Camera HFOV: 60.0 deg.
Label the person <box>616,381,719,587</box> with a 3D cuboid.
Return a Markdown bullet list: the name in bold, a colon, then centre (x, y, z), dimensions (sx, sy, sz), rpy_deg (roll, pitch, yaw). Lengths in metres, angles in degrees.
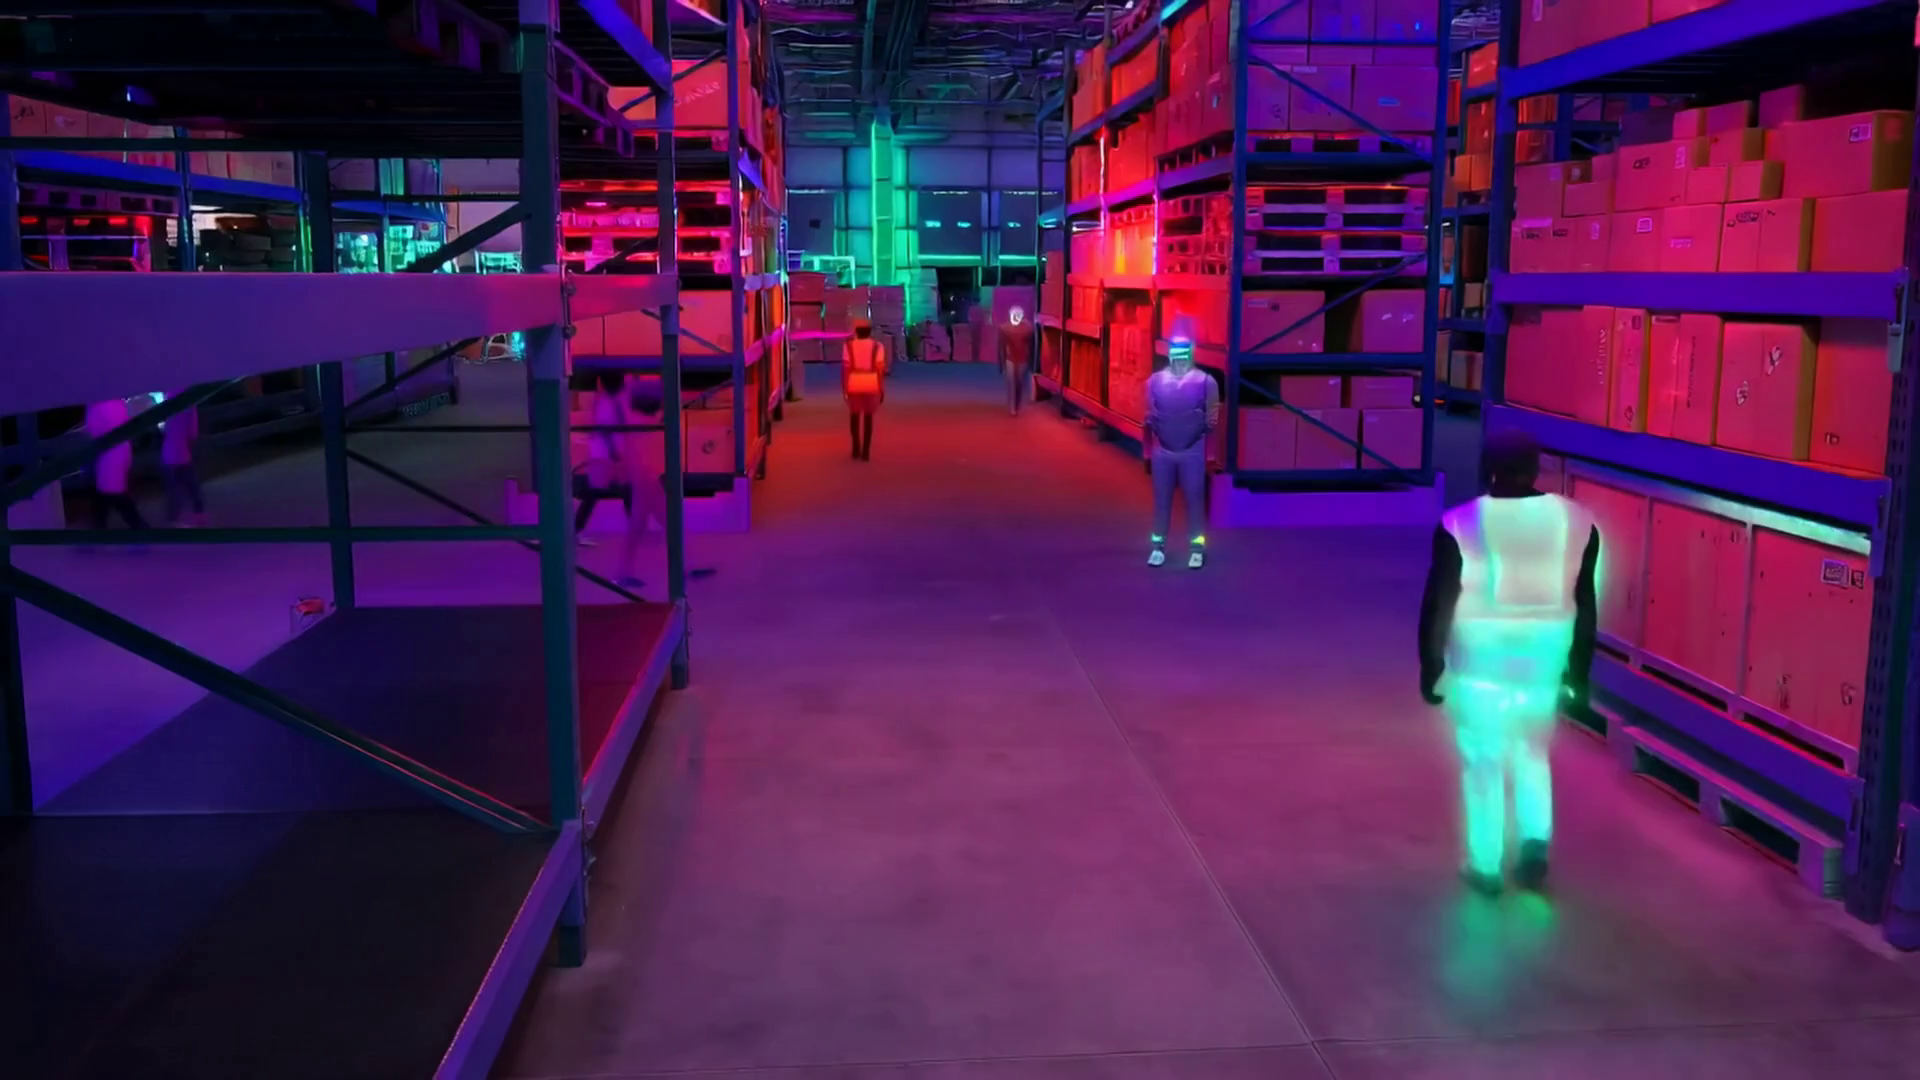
- **person**: centre (-2.281, -0.414, 12.739), dimensions (0.840, 1.588, 0.517), rpy_deg (1, 9, 4)

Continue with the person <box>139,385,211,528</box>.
- **person**: centre (-7.263, -1.014, 15.208), dimensions (0.798, 2.001, 0.668), rpy_deg (-8, 12, -41)

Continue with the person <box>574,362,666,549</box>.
- **person**: centre (-3.040, -0.738, 14.606), dimensions (0.885, 1.643, 0.550), rpy_deg (0, 9, -3)

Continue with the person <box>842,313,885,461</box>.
- **person**: centre (-1.246, -1.975, 21.542), dimensions (0.552, 1.921, 0.436), rpy_deg (0, 9, 0)

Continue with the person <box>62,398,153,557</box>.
- **person**: centre (-7.311, -0.670, 14.161), dimensions (0.858, 1.642, 0.549), rpy_deg (0, 9, 0)

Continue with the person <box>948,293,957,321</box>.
- **person**: centre (-0.280, -9.387, 68.818), dimensions (0.419, 1.683, 0.540), rpy_deg (1, 9, 9)

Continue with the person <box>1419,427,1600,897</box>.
- **person**: centre (2.094, 0.478, 6.412), dimensions (0.662, 1.827, 0.447), rpy_deg (0, 9, -1)

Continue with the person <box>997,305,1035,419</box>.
- **person**: centre (0.938, -3.004, 28.026), dimensions (0.631, 1.919, 0.833), rpy_deg (-1, 9, -4)

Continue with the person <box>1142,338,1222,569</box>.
- **person**: centre (1.813, -0.709, 13.673), dimensions (0.651, 1.899, 0.398), rpy_deg (4, 10, 22)
